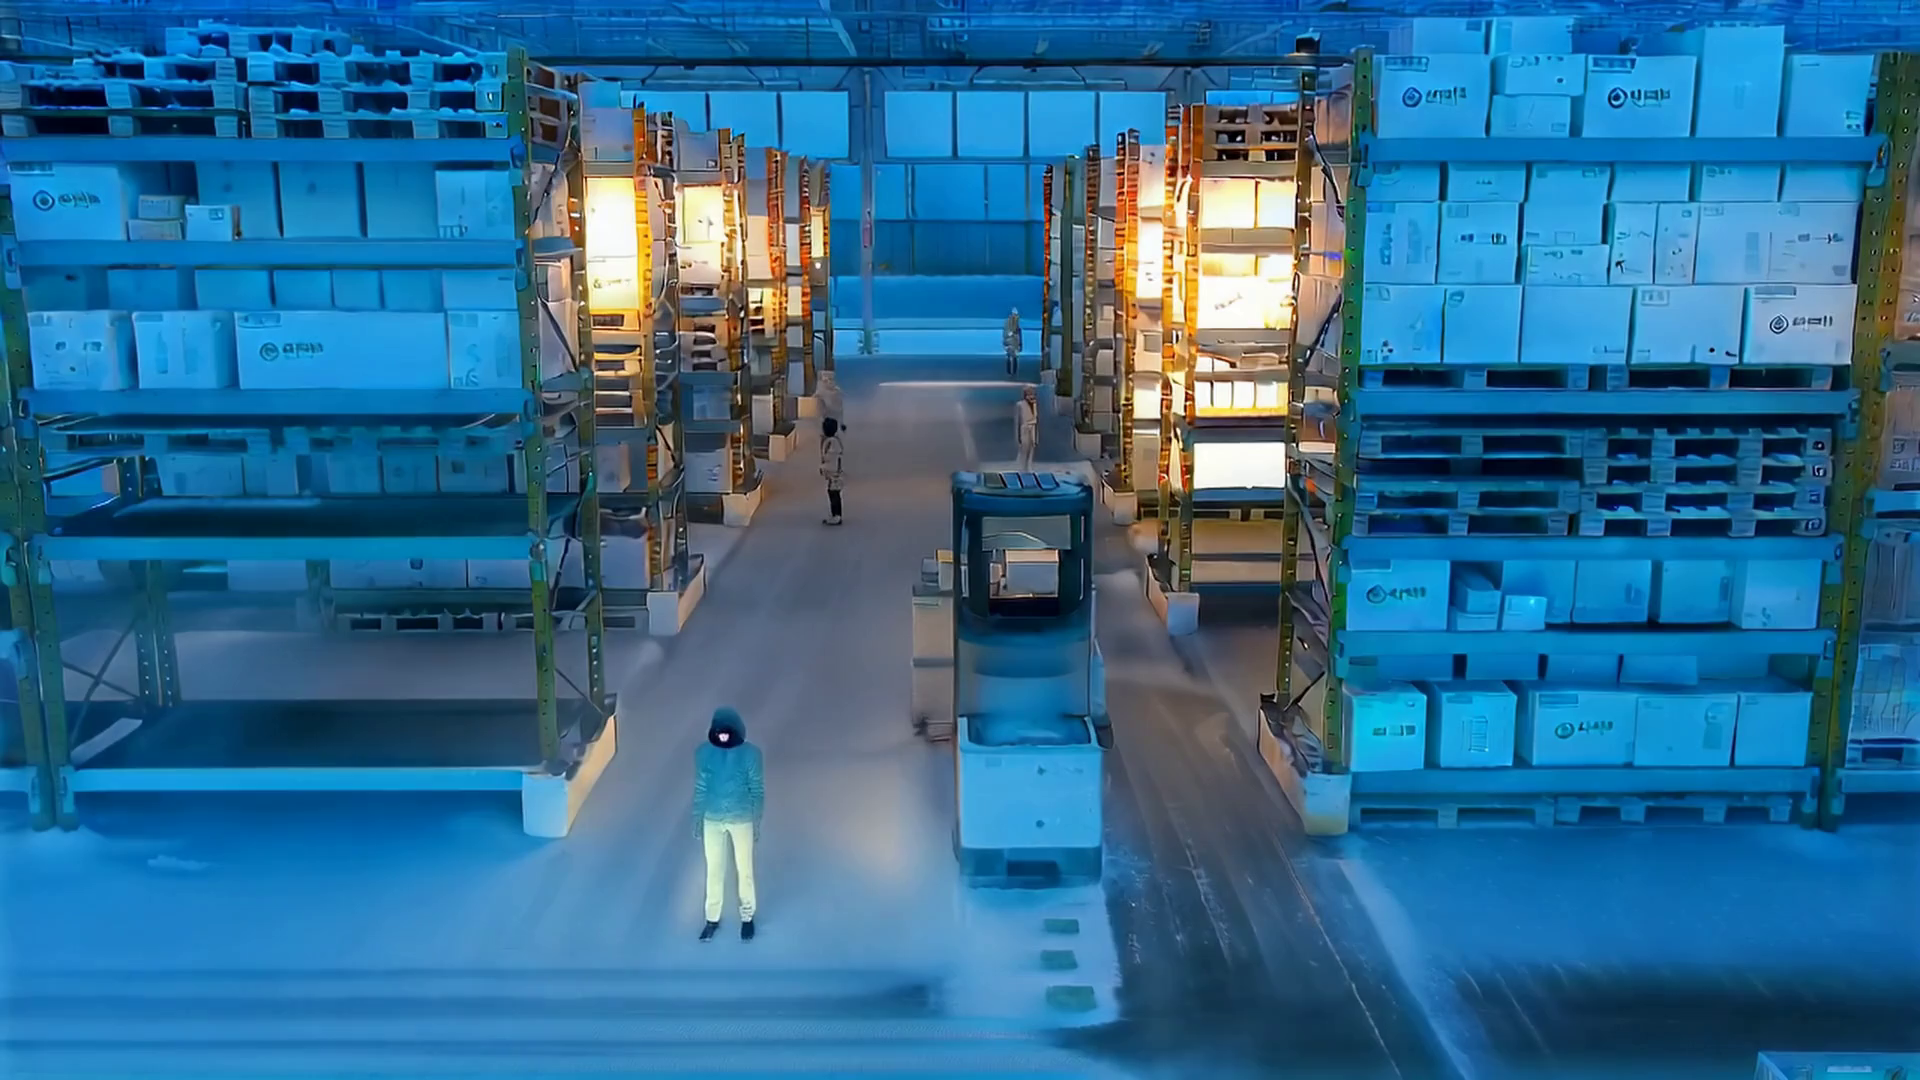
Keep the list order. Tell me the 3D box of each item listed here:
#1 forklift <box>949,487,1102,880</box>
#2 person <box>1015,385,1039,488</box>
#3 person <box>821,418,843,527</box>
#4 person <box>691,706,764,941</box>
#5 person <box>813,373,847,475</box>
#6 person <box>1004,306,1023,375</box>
[{"bbox_3d":[0.495,0.986,12.813,1.129,2.768,1.873,0,11,-2],"label":"forklift"},{"bbox_3d":[1.172,-1.802,29.205,0.375,1.844,0.567,8,14,34],"label":"person"},{"bbox_3d":[-1.995,-1.060,25.921,0.320,1.692,0.537,-5,13,-25],"label":"person"},{"bbox_3d":[-1.575,1.918,11.299,0.498,1.633,0.289,1,11,3],"label":"person"},{"bbox_3d":[-2.353,-2.135,30.748,0.696,1.897,0.536,-8,14,-35],"label":"person"},{"bbox_3d":[1.566,-5.823,48.730,0.636,2.018,0.427,7,13,30],"label":"person"}]
